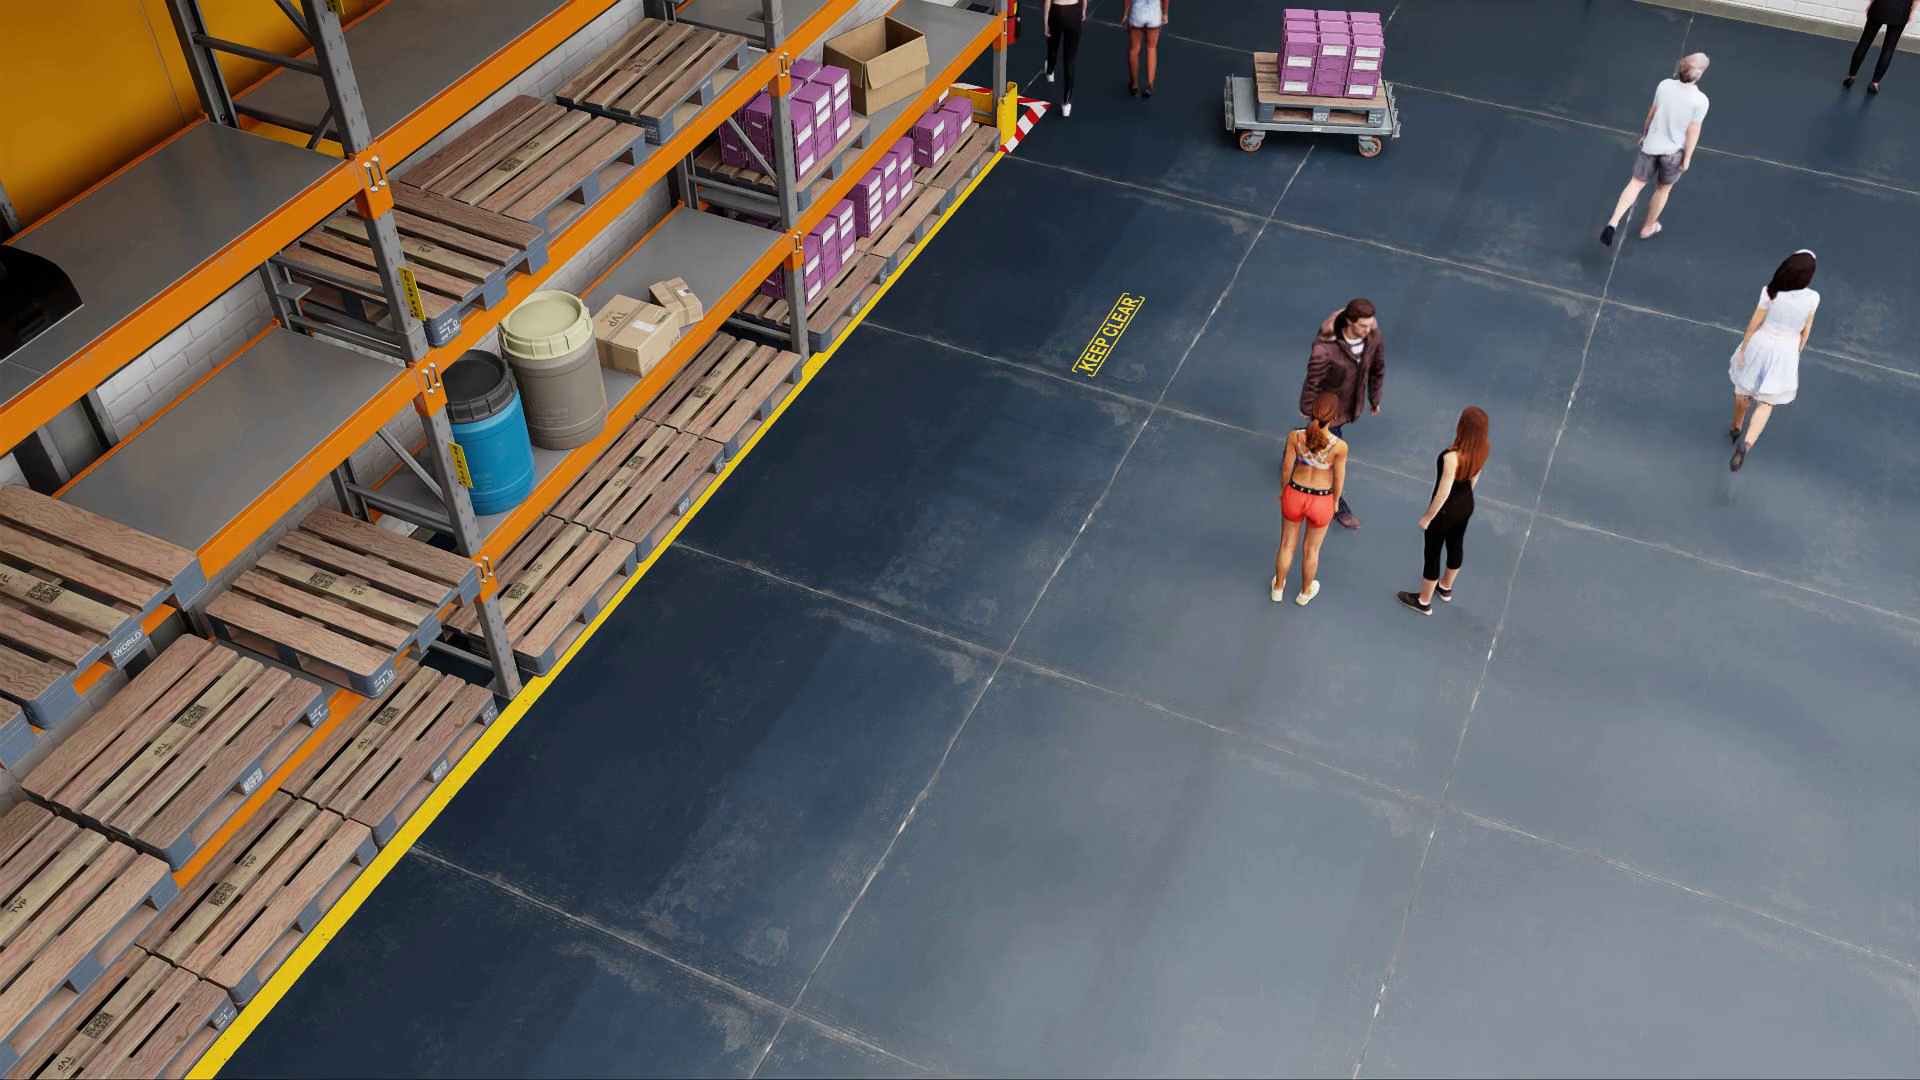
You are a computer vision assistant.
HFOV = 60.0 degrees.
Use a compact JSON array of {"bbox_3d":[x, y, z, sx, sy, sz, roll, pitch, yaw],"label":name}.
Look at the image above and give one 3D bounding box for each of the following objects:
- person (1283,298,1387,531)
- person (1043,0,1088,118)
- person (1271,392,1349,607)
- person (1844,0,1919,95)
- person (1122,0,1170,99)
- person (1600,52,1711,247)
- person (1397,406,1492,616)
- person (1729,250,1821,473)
[{"bbox_3d":[2.659,-1.032,11.987,1.272,1.797,1.232,-21,48,-21],"label":"person"},{"bbox_3d":[1.038,-4.969,16.195,0.979,1.693,1.253,-1,44,-1],"label":"person"},{"bbox_3d":[2.340,-0.261,11.182,0.571,1.791,0.568,15,46,16],"label":"person"},{"bbox_3d":[9.224,-5.242,16.505,0.648,1.660,0.616,28,50,26],"label":"person"},{"bbox_3d":[1.824,-5.086,16.291,0.820,1.729,0.951,-2,44,-2],"label":"person"},{"bbox_3d":[6.033,-3.341,14.402,1.137,1.808,0.897,-33,52,-29],"label":"person"},{"bbox_3d":[3.300,-0.206,11.171,0.600,1.726,0.710,-27,50,-25],"label":"person"},{"bbox_3d":[5.949,-1.276,12.244,0.659,1.794,1.050,18,46,18],"label":"person"}]
